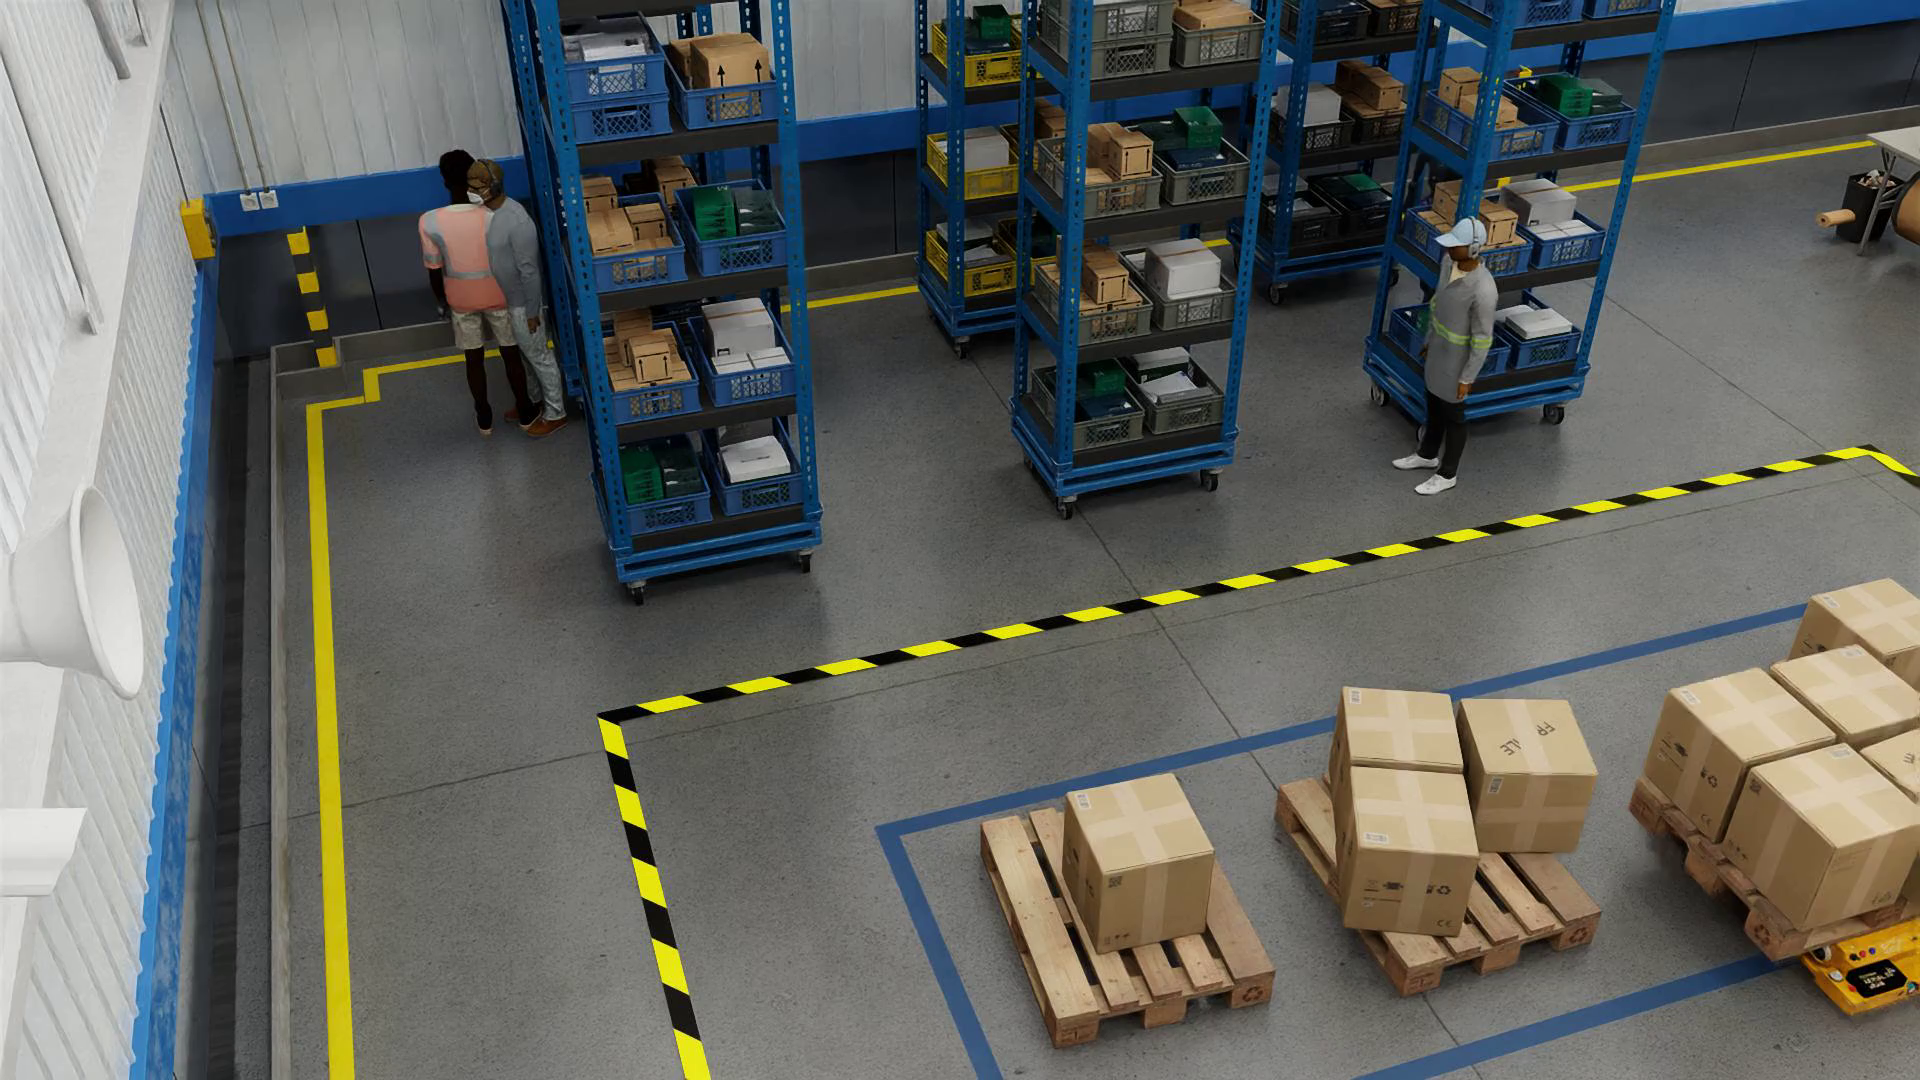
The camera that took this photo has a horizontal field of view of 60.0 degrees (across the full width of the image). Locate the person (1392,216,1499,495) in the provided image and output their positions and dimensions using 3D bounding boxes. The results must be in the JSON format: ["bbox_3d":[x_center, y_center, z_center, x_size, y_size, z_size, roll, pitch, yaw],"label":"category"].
[{"bbox_3d":[3.012,-1.135,10.290,0.399,1.851,0.592,-7,36,-9],"label":"person"}]

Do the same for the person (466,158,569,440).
[{"bbox_3d":[-2.917,-1.582,10.865,0.626,1.932,0.372,30,45,35],"label":"person"}]

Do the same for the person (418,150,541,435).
[{"bbox_3d":[-3.124,-1.591,10.838,0.601,1.966,0.371,-4,35,-6],"label":"person"}]

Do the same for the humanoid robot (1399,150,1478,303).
[{"bbox_3d":[3.433,-2.259,12.047,0.585,1.633,0.669,30,45,35],"label":"humanoid robot"}]

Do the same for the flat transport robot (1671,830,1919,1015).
[{"bbox_3d":[3.952,1.552,7.831,0.652,0.197,1.431,-11,37,-15],"label":"flat transport robot"}]
